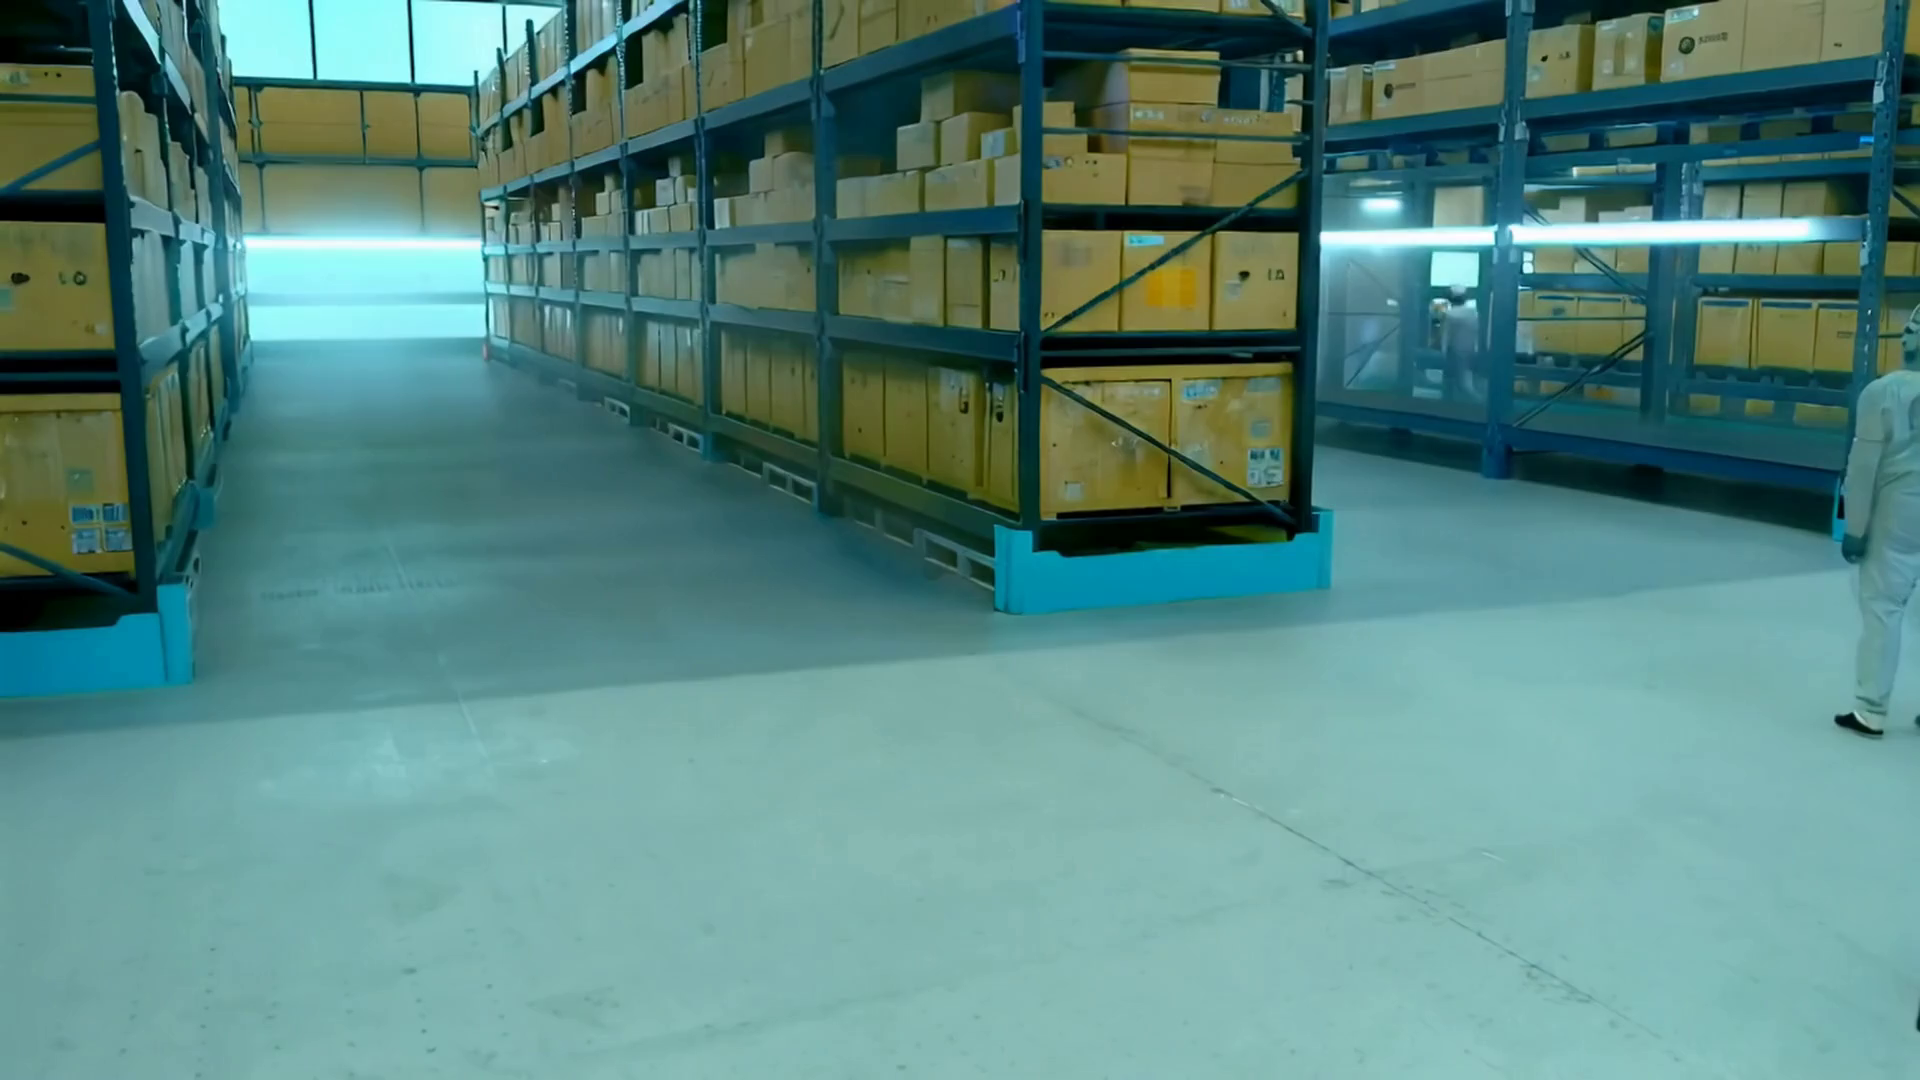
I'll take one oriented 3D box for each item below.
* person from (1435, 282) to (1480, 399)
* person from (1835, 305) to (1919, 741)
[{"bbox_3d":[6.639,-2.512,22.121,0.591,1.811,0.530,-3,10,-20],"label":"person"},{"bbox_3d":[4.156,-0.070,7.232,0.646,1.898,0.397,0,9,2],"label":"person"}]
